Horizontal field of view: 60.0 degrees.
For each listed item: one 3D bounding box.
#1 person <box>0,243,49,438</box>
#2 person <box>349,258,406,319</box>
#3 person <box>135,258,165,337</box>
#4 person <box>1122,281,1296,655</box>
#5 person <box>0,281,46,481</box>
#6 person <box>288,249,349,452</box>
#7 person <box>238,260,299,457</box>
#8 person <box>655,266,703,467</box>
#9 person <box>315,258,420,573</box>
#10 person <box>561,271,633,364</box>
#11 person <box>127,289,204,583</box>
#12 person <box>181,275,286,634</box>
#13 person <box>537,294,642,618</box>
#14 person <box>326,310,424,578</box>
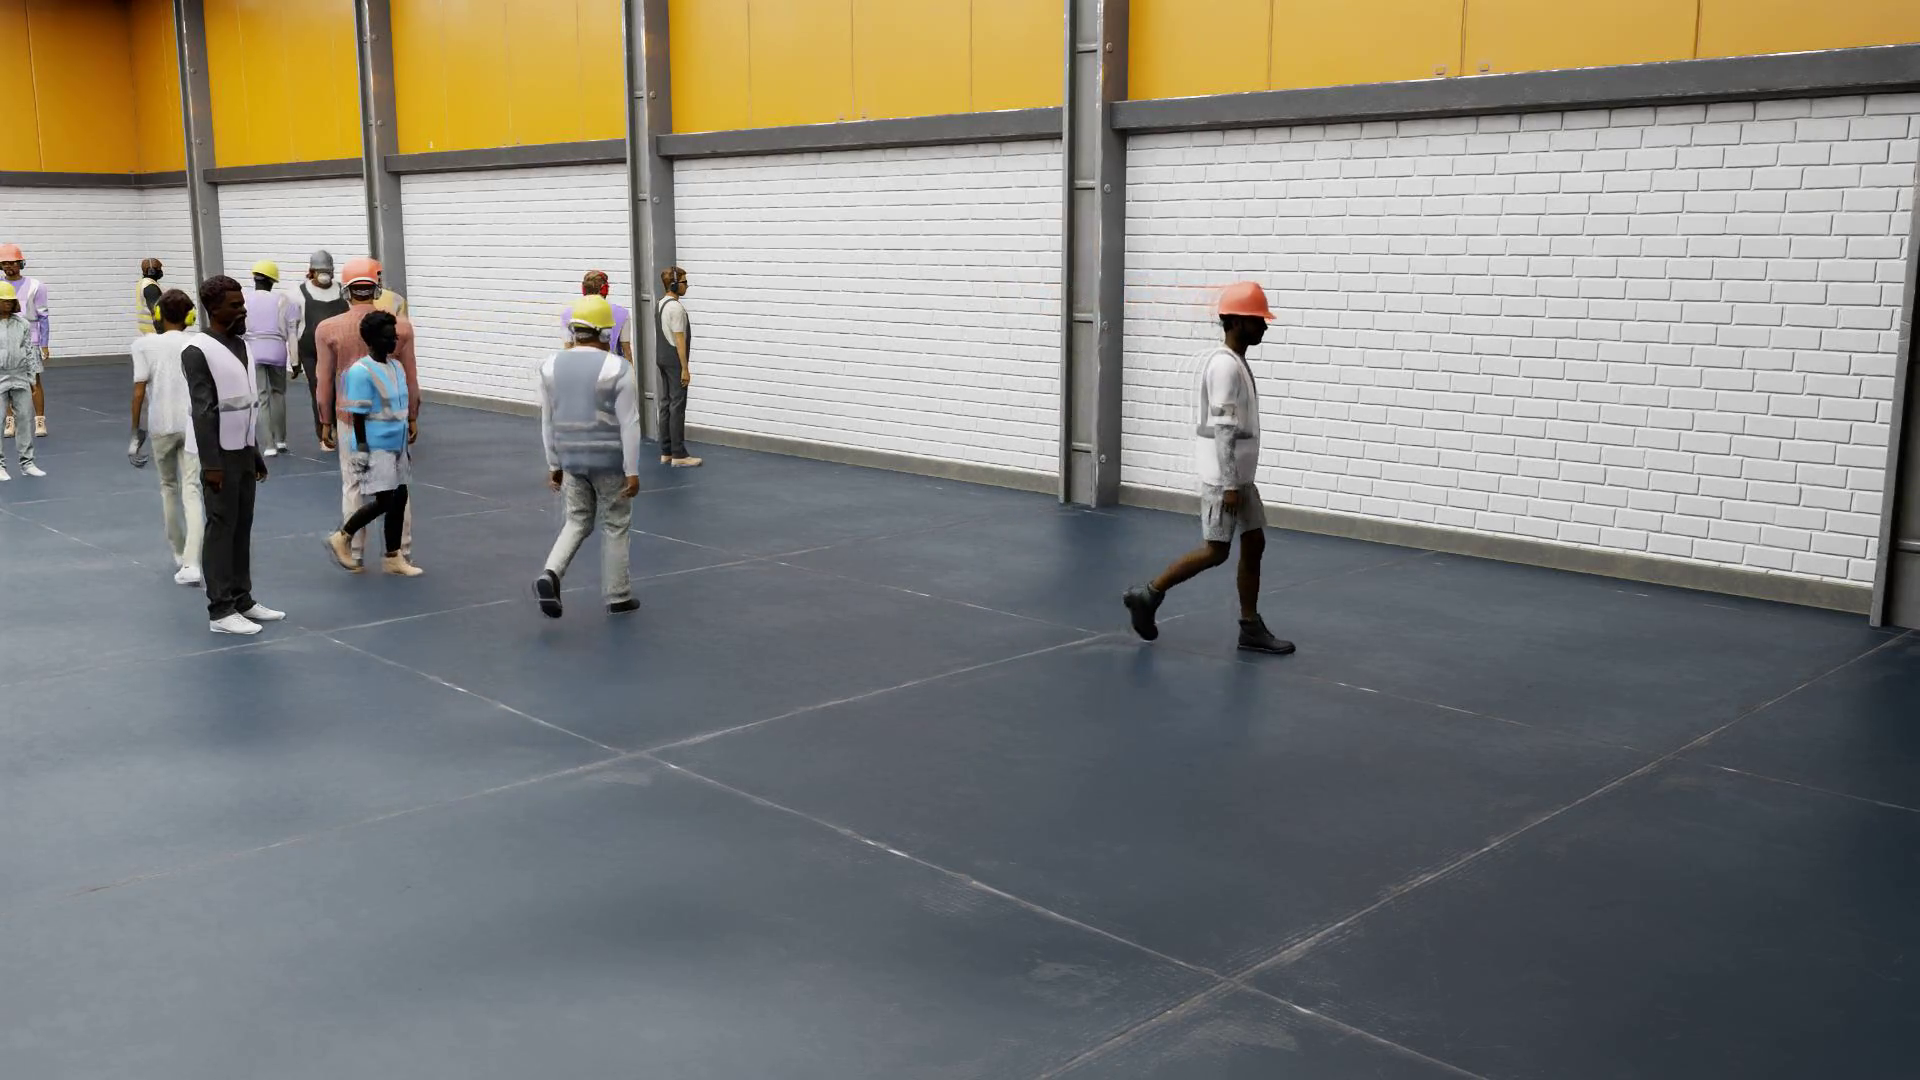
[{"bbox_3d":[-9.950,-2.097,17.575,0.608,2.044,0.371,-3,11,-18],"label":"person"},{"bbox_3d":[-5.769,-1.836,16.514,0.604,1.906,0.553,-8,13,-36],"label":"person"},{"bbox_3d":[-10.268,-2.674,21.272,0.429,1.844,0.626,-8,13,-36],"label":"person"},{"bbox_3d":[1.290,-0.357,8.462,0.810,1.912,0.553,4,11,19],"label":"person"},{"bbox_3d":[-8.317,-1.389,14.561,0.341,1.735,0.484,6,12,30],"label":"person"},{"bbox_3d":[-6.374,-1.938,16.713,0.690,2.000,0.833,-7,12,-32],"label":"person"},{"bbox_3d":[-6.772,-1.764,16.193,0.613,1.874,0.798,-5,11,-24],"label":"person"},{"bbox_3d":[-2.628,-1.598,15.393,0.340,1.845,0.513,-6,12,-31],"label":"person"},{"bbox_3d":[-3.758,-0.786,10.585,0.619,1.987,0.400,-5,11,-25],"label":"person"},{"bbox_3d":[-3.002,-1.305,13.811,0.565,1.838,0.387,-2,11,-8],"label":"person"},{"bbox_3d":[-4.893,-0.652,10.387,0.596,1.789,0.979,-6,12,-28],"label":"person"},{"bbox_3d":[-3.957,-0.462,8.994,0.392,1.920,0.587,0,10,0],"label":"person"},{"bbox_3d":[-2.050,-0.432,9.144,0.597,1.818,0.631,4,11,19],"label":"person"},{"bbox_3d":[-3.635,-0.581,10.304,0.469,1.684,0.534,2,11,11],"label":"person"}]
